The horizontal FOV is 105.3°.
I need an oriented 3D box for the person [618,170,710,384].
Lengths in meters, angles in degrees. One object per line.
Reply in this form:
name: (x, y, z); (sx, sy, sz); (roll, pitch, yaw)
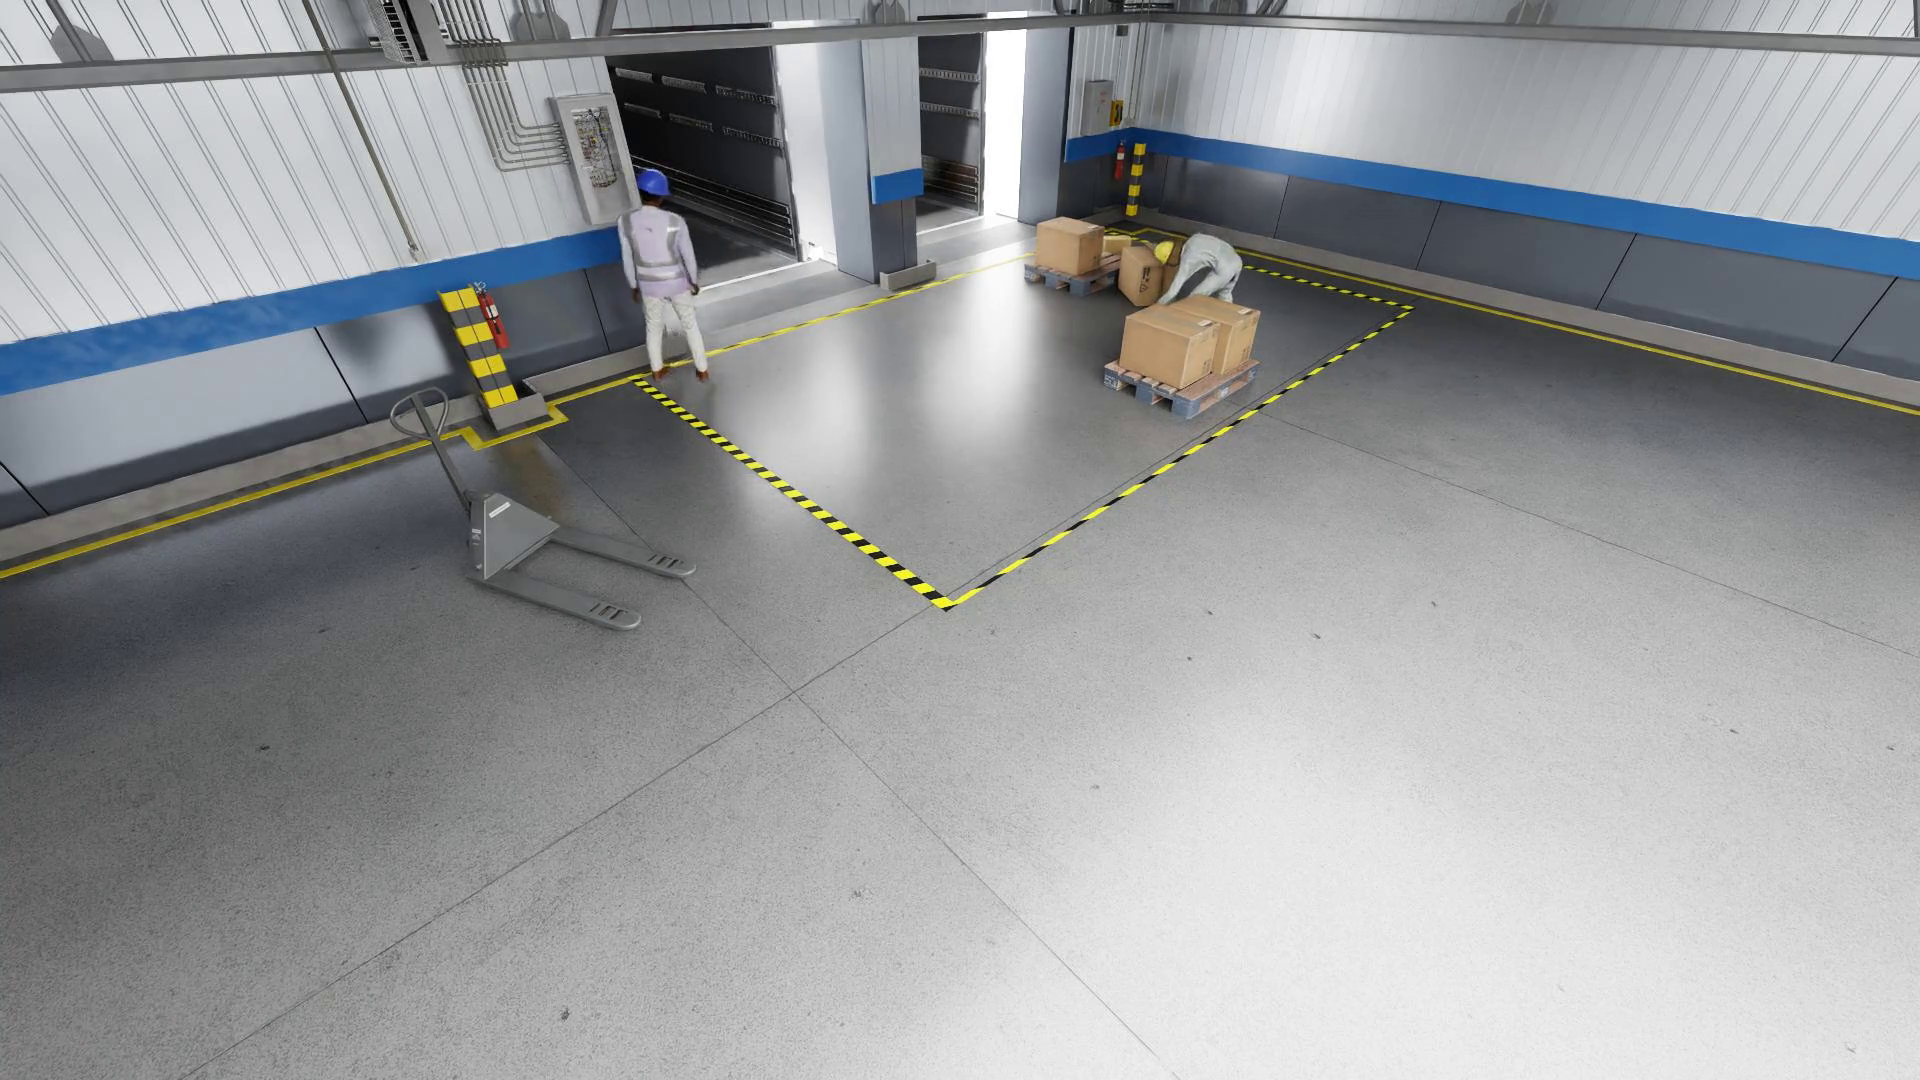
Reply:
person: (-2.735, -2.365, 6.788); (0.642, 1.915, 0.439); (-6, 38, -7)

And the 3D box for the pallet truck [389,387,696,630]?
pallet truck: (-2.613, -0.247, 4.593); (1.601, 1.201, 0.680); (14, 40, 17)

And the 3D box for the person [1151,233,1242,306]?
person: (2.552, -2.688, 7.858); (0.873, 1.123, 0.755); (-24, 44, -28)
